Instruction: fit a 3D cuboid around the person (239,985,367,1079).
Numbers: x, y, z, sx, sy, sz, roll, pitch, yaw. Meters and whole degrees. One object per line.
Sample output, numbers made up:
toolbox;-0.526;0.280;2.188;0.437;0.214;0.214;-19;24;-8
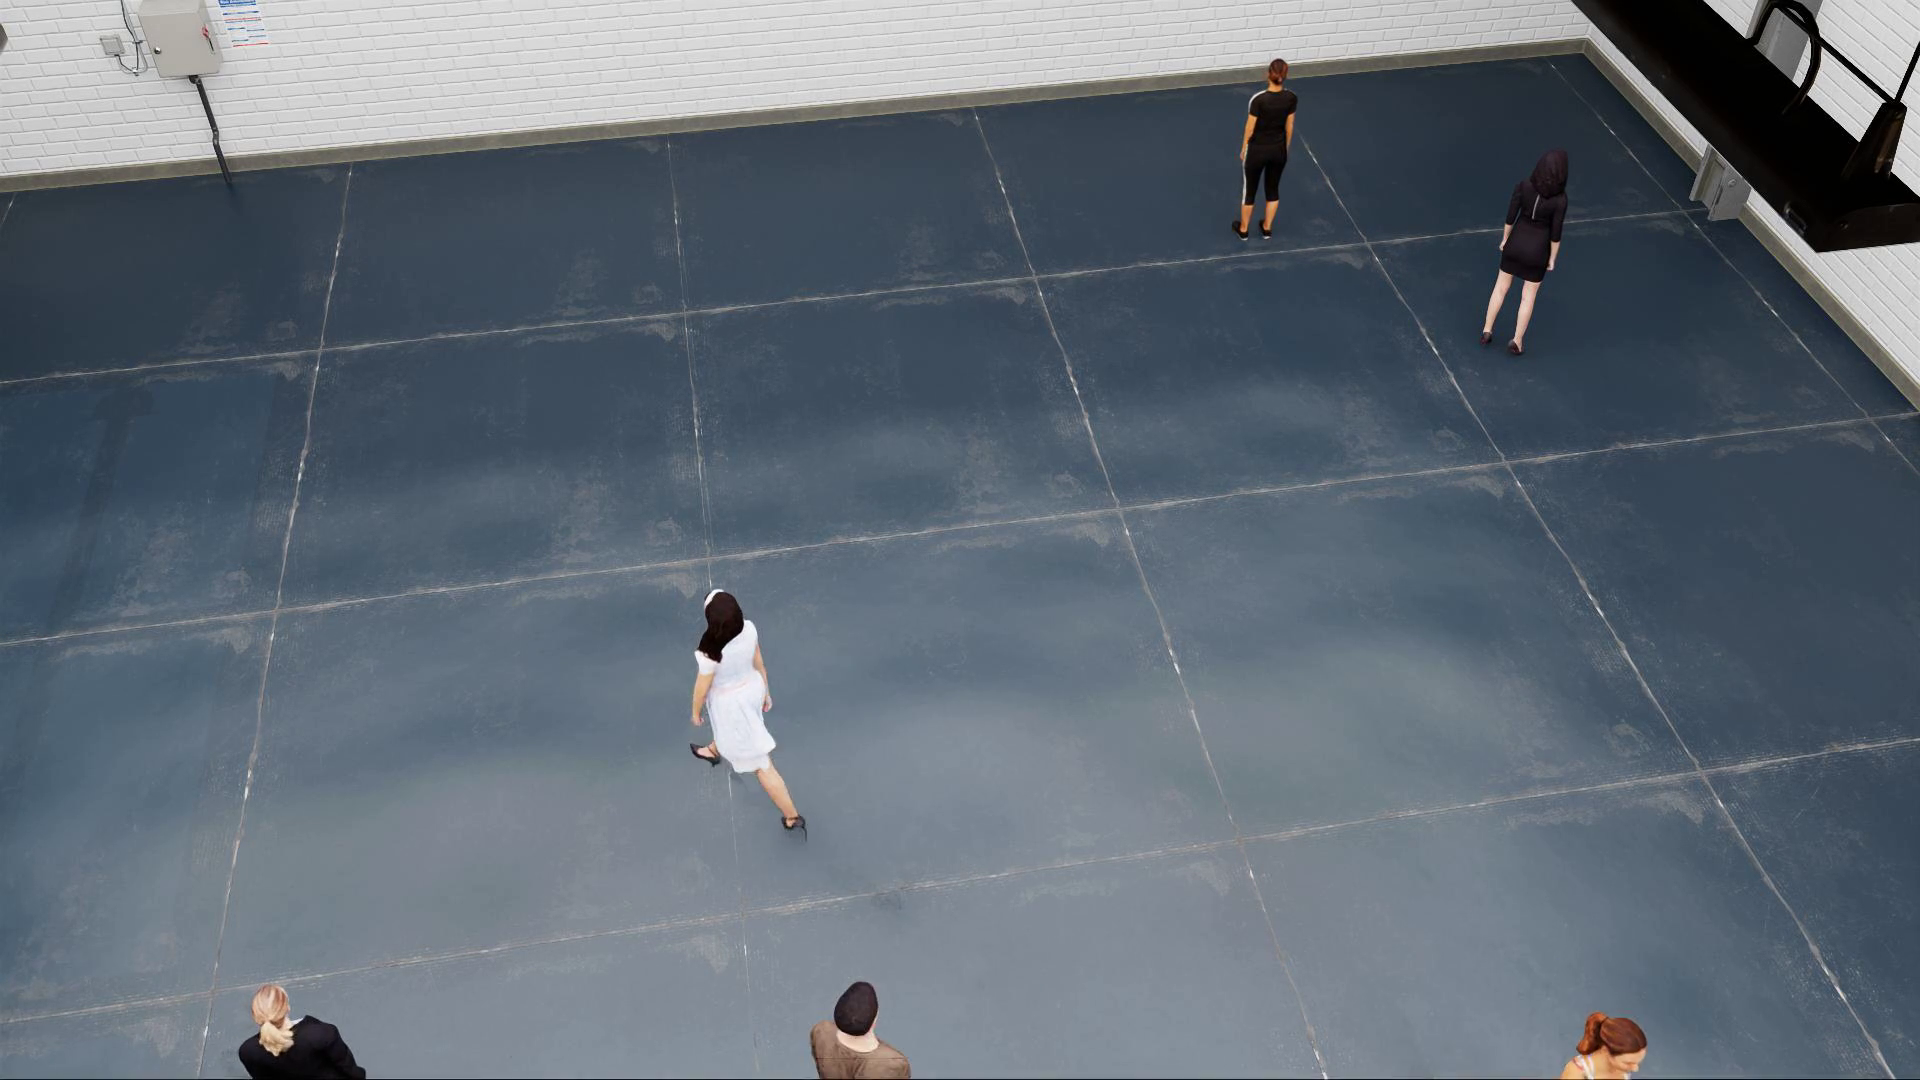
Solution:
person;-3.063;2.652;7.916;0.639;1.705;0.550;-11;45;-12

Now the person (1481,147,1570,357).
person;4.414;-2.232;12.970;0.635;1.805;0.715;29;51;27

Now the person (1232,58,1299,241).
person;2.620;-3.331;14.222;0.574;1.670;0.508;-8;44;-8

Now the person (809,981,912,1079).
person;-0.486;2.726;7.727;1.054;1.858;1.254;15;46;15

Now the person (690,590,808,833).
person;-1.209;1.044;9.572;1.288;1.749;1.125;32;52;29

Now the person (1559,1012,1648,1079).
person;2.800;2.692;7.820;0.687;1.780;0.847;-15;46;-15
